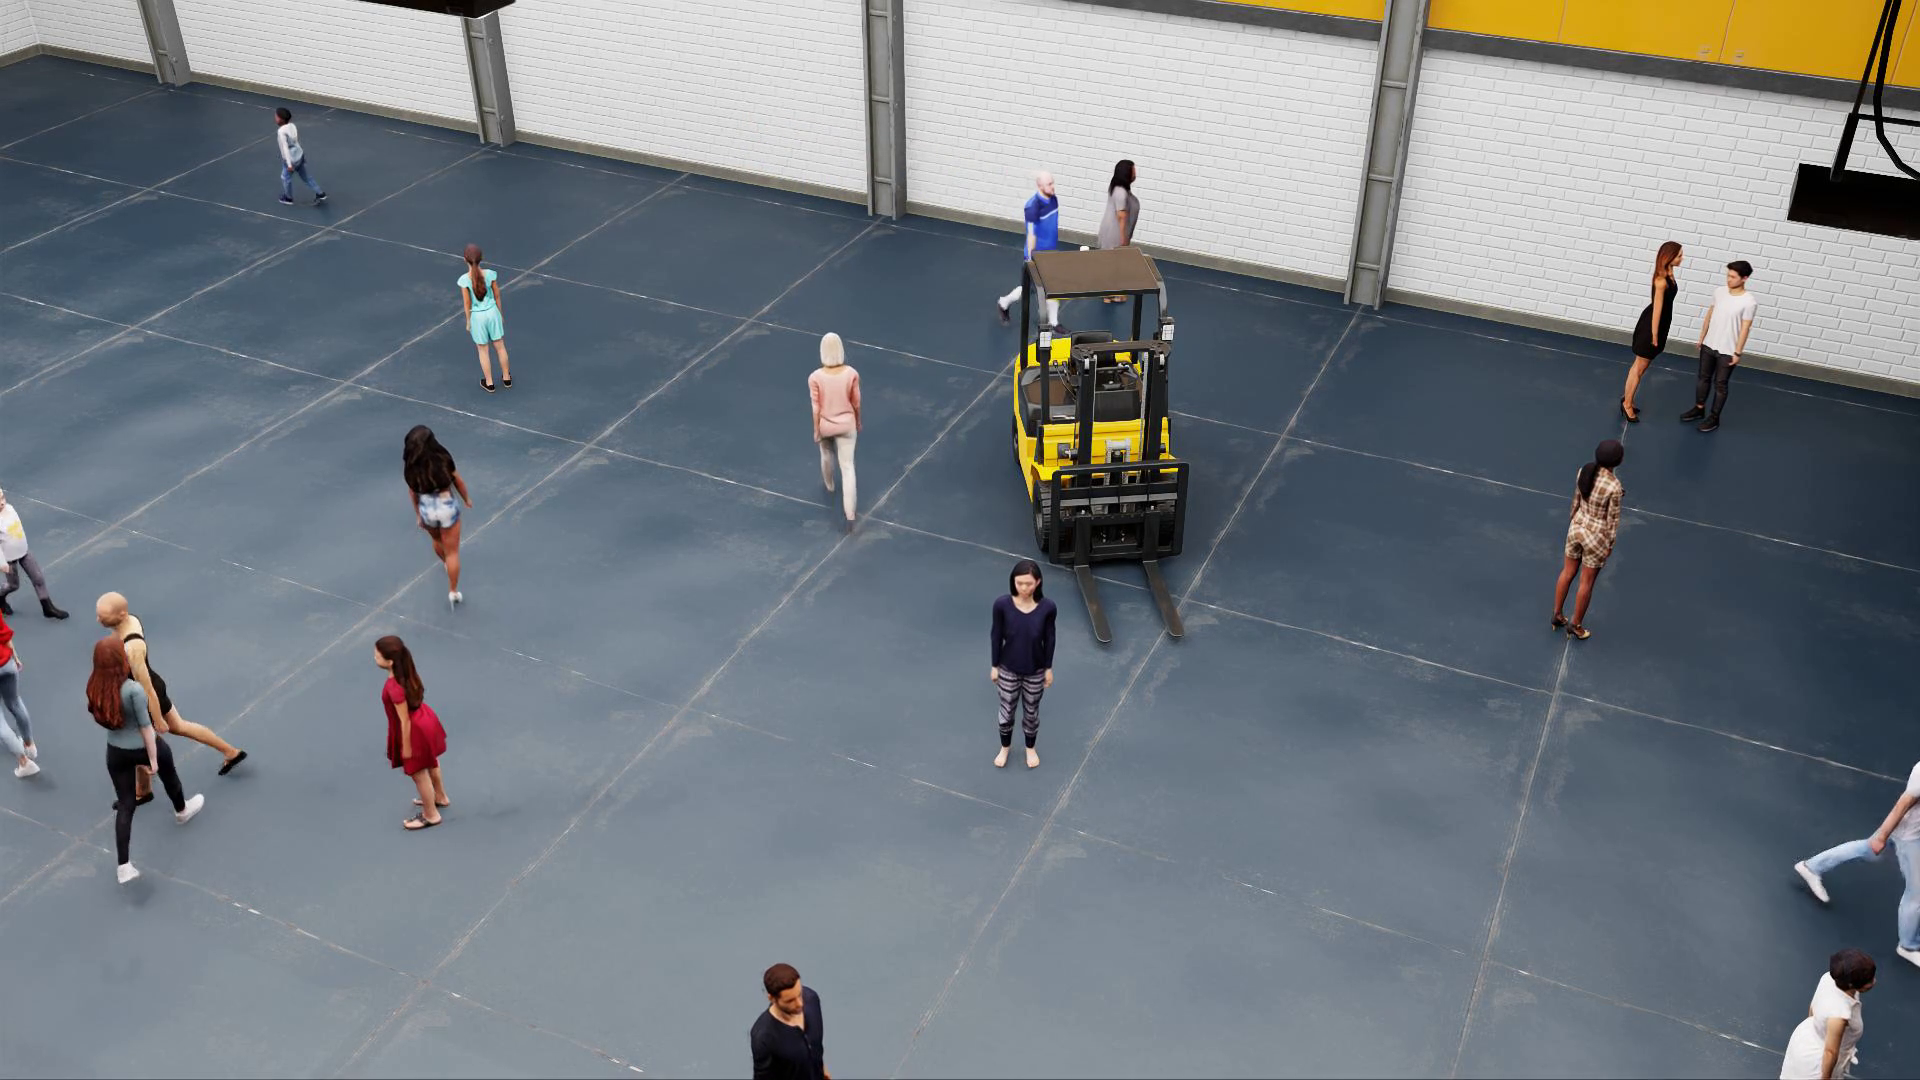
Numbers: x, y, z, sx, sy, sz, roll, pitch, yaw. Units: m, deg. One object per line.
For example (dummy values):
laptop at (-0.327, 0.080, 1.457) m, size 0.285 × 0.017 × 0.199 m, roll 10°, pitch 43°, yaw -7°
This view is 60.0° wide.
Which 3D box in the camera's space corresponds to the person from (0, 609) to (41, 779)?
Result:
person at (-6.804, 0.926, 11.679) m, size 0.786 × 1.713 × 0.684 m, roll 20°, pitch 39°, yaw 28°

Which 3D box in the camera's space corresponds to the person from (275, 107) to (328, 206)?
person at (-8.215, -4.740, 20.625) m, size 0.899 × 1.245 × 0.566 m, roll 10°, pitch 35°, yaw 15°

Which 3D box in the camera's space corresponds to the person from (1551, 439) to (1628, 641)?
person at (4.913, -0.003, 13.002) m, size 0.741 × 1.795 × 0.660 m, roll -17°, pitch 37°, yaw -24°

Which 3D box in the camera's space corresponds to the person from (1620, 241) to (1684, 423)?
person at (6.641, -2.002, 15.973) m, size 0.507 × 1.835 × 0.571 m, roll 15°, pitch 36°, yaw 21°

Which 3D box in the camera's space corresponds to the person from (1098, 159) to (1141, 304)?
person at (1.714, -3.419, 18.313) m, size 0.824 × 1.604 × 0.772 m, roll -5°, pitch 34°, yaw -8°

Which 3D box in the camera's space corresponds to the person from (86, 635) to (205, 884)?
person at (-5.447, 1.456, 10.893) m, size 1.185 × 1.700 × 0.876 m, roll 4°, pitch 34°, yaw 6°

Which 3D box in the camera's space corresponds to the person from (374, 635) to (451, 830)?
person at (-3.701, 1.270, 11.304) m, size 0.725 × 1.554 × 0.663 m, roll -2°, pitch 34°, yaw -4°

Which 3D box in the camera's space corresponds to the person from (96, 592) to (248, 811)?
person at (-5.482, 1.071, 11.405) m, size 1.198 × 1.775 × 1.194 m, roll -15°, pitch 36°, yaw -21°

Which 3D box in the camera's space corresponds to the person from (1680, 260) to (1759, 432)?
person at (7.300, -1.878, 15.894) m, size 0.770 × 1.716 × 0.681 m, roll -16°, pitch 37°, yaw -22°

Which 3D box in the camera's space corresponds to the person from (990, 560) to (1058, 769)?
person at (0.441, 0.863, 11.753) m, size 0.585 × 1.734 × 0.734 m, roll 2°, pitch 34°, yaw 2°

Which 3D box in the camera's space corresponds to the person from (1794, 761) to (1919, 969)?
person at (5.816, 1.755, 10.353) m, size 1.028 × 1.799 × 1.354 m, roll -25°, pitch 41°, yaw -32°

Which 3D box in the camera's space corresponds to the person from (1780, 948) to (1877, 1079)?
person at (4.644, 2.792, 9.013) m, size 0.568 × 1.556 × 0.591 m, roll 8°, pitch 34°, yaw 12°

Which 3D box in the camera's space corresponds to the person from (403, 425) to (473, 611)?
person at (-4.190, -0.155, 13.409) m, size 0.923 × 1.596 × 0.867 m, roll -2°, pitch 34°, yaw -2°

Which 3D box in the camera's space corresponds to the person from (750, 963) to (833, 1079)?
person at (-0.877, 2.858, 8.641) m, size 0.595 × 1.857 × 0.678 m, roll 21°, pitch 39°, yaw 29°

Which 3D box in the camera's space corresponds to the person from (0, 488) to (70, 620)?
person at (-7.637, 0.108, 13.321) m, size 0.896 × 1.257 × 0.601 m, roll 8°, pitch 34°, yaw 11°

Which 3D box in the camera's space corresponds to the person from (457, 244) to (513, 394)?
person at (-4.732, -2.218, 16.548) m, size 0.647 × 1.557 × 0.691 m, roll -17°, pitch 37°, yaw -23°

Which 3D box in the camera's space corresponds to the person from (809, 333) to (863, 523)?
person at (-1.063, -0.952, 14.531) m, size 1.153 × 1.683 × 1.127 m, roll -7°, pitch 34°, yaw -10°

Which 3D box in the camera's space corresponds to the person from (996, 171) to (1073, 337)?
person at (0.785, -3.023, 17.521) m, size 1.132 × 1.821 × 0.767 m, roll 19°, pitch 38°, yaw 27°
